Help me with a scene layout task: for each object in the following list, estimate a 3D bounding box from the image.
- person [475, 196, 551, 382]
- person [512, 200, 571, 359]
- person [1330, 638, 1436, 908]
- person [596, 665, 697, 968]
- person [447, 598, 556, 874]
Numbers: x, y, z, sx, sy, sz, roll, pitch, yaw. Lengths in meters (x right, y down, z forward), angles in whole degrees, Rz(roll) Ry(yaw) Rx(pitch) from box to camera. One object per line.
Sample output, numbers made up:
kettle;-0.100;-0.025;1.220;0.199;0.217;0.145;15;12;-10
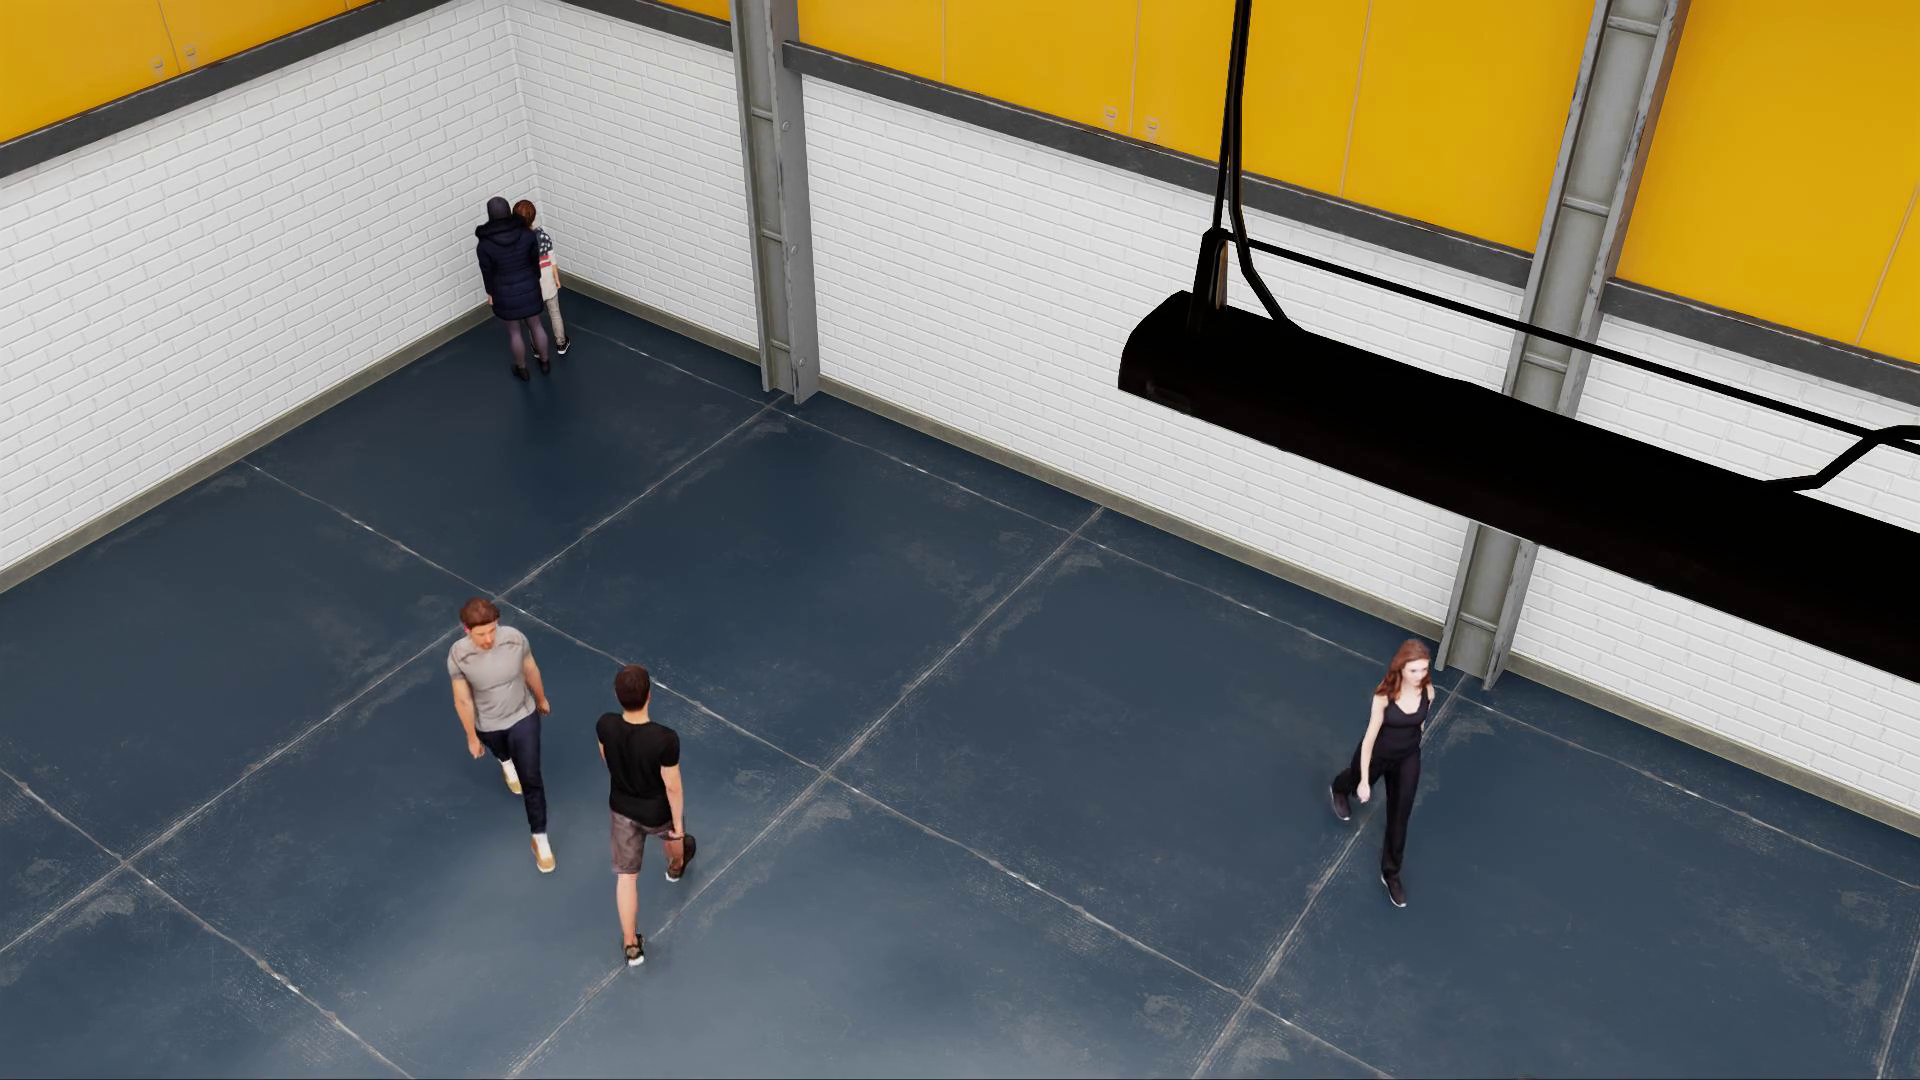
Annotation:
person;-3.671;-2.077;13.733;0.775;1.674;0.790;-19;42;-22
person;-3.594;-2.223;14.104;0.591;1.439;0.638;-9;40;-11
person;2.422;1.188;9.623;1.113;1.702;1.194;-8;39;-9
person;-1.771;1.529;9.103;1.277;1.818;1.104;6;39;7
person;-2.703;0.983;9.774;1.153;1.834;1.335;-13;41;-16
